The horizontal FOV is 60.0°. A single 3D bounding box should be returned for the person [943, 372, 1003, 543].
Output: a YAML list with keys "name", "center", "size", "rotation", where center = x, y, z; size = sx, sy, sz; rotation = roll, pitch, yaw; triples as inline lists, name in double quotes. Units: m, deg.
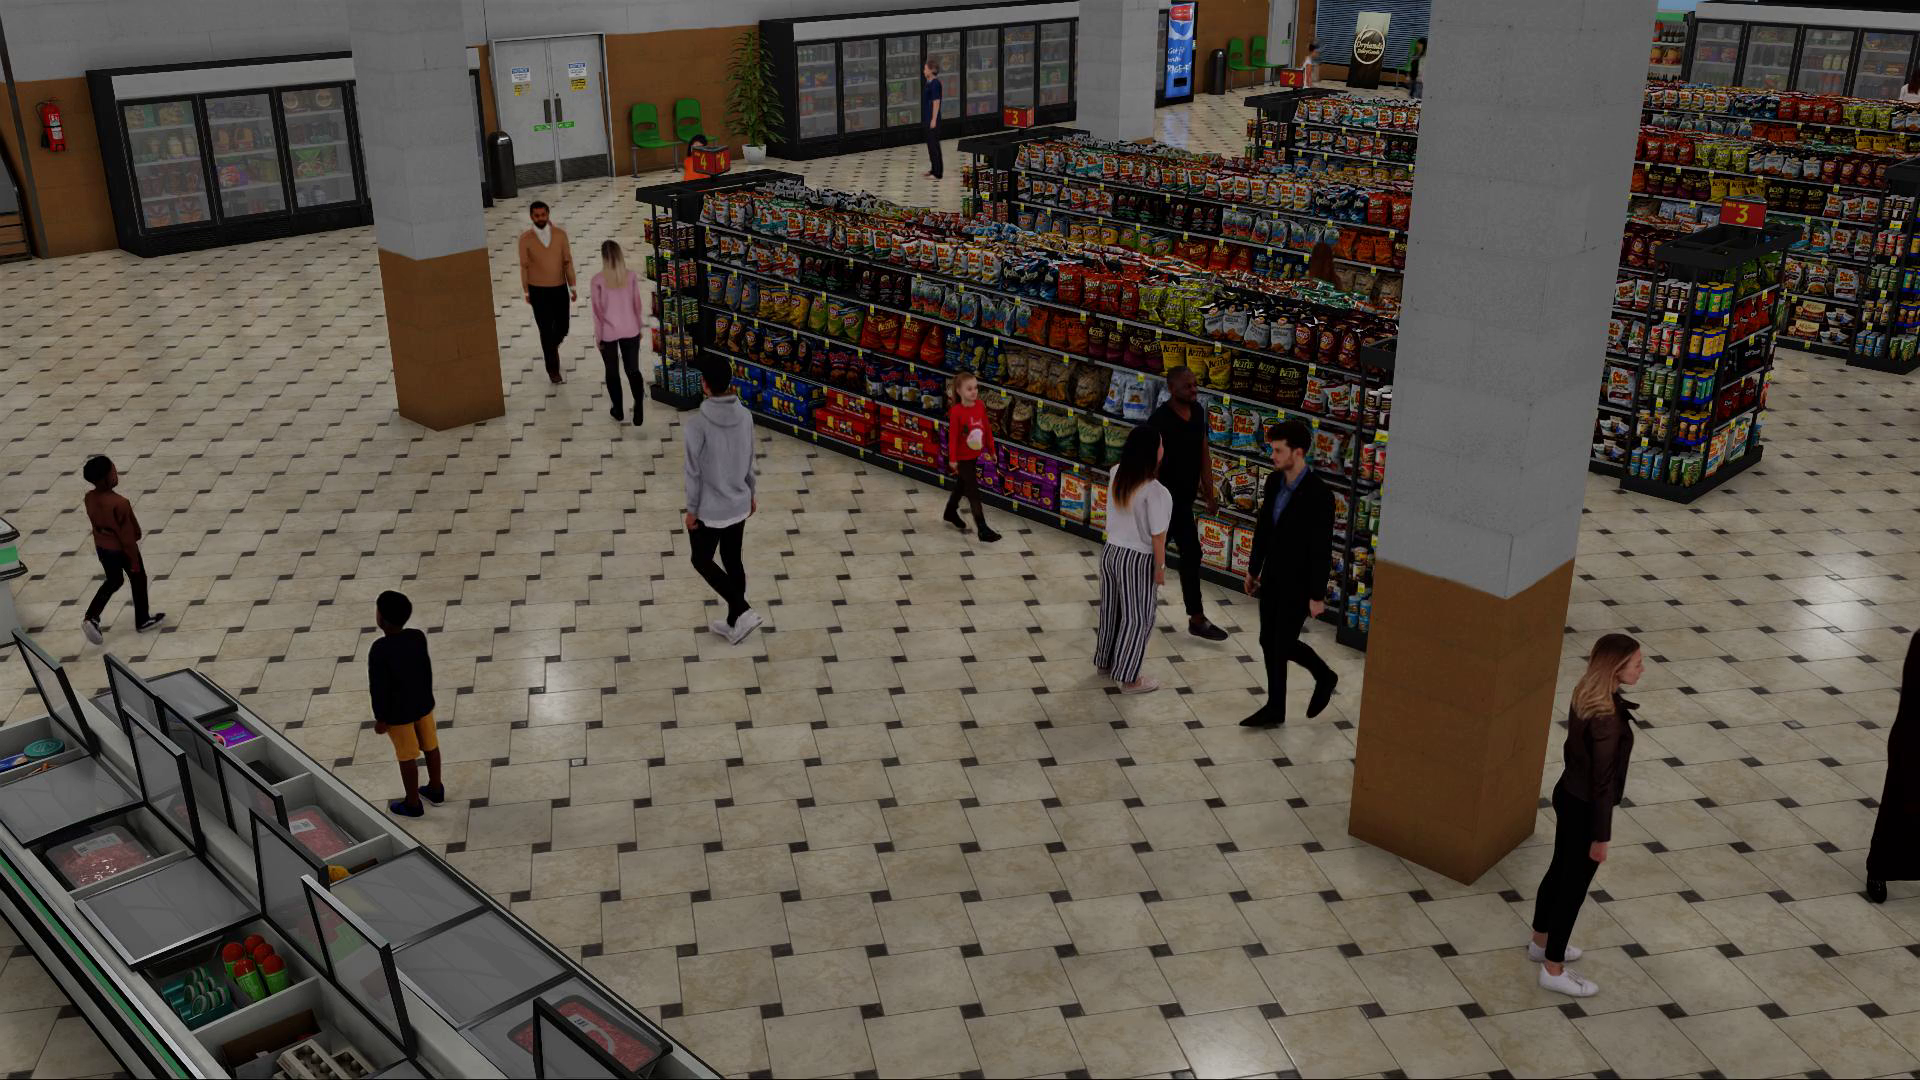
- name: "person"
  center: [0.023, -0.635, 12.419]
  size: [0.900, 1.251, 0.507]
  rotation: [19, 29, 39]

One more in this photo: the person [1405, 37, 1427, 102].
- name: "person"
  center: [9.191, -9.243, 33.336]
  size: [0.725, 1.630, 0.524]
  rotation: [-17, 28, -36]

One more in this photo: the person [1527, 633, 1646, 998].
- name: "person"
  center: [2.728, 1.181, 7.295]
  size: [0.705, 1.703, 0.676]
  rotation: [3, 22, 7]

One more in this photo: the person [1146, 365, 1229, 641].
- name: "person"
  center: [1.315, -0.272, 10.817]
  size: [1.258, 1.773, 0.736]
  rotation: [17, 28, 37]

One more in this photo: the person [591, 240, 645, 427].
- name: "person"
  center: [-3.019, -1.815, 14.794]
  size: [0.826, 1.670, 1.075]
  rotation: [-10, 24, -23]

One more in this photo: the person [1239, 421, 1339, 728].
- name: "person"
  center: [1.949, 0.214, 9.490]
  size: [0.915, 1.861, 0.901]
  rotation: [-11, 24, -25]

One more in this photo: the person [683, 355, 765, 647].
- name: "person"
  center: [-1.438, -0.199, 10.445]
  size: [0.840, 1.915, 0.681]
  rotation: [20, 29, 40]

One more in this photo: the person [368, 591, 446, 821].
- name: "person"
  center: [-2.892, 0.851, 8.696]
  size: [0.581, 1.271, 0.560]
  rotation: [13, 25, 30]

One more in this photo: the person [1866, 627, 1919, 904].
- name: "person"
  center: [4.654, 0.927, 7.854]
  size: [0.741, 1.758, 0.820]
  rotation: [2, 22, 5]

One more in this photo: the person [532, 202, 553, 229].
- name: "person"
  center: [-5.007, -3.569, 20.039]
  size: [0.694, 1.014, 0.714]
  rotation: [2, 22, 6]

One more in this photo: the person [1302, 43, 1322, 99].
- name: "person"
  center: [6.513, -8.393, 31.056]
  size: [0.776, 1.753, 0.886]
  rotation: [2, 22, 6]

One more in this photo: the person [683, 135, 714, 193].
- name: "person"
  center: [-3.196, -4.136, 20.509]
  size: [0.875, 1.716, 0.543]
  rotation: [-14, 26, -31]

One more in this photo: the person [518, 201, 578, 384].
- name: "person"
  center: [-4.034, -2.451, 16.295]
  size: [0.852, 1.732, 1.156]
  rotation: [-11, 25, -26]

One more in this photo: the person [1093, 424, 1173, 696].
- name: "person"
  center: [1.041, 0.106, 10.008]
  size: [0.811, 1.675, 0.681]
  rotation: [-12, 25, -27]

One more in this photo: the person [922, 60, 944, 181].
- name: "person"
  center: [-0.445, -6.818, 26.978]
  size: [0.797, 1.871, 0.687]
  rotation: [-4, 22, -9]

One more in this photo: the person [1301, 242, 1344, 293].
- name: "person"
  center: [3.150, -1.776, 14.655]
  size: [0.687, 1.703, 0.675]
  rotation: [-6, 23, -16]

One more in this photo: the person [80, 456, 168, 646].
- name: "person"
  center: [-5.463, 0.075, 10.668]
  size: [0.839, 1.239, 0.779]
  rotation: [9, 23, 21]
